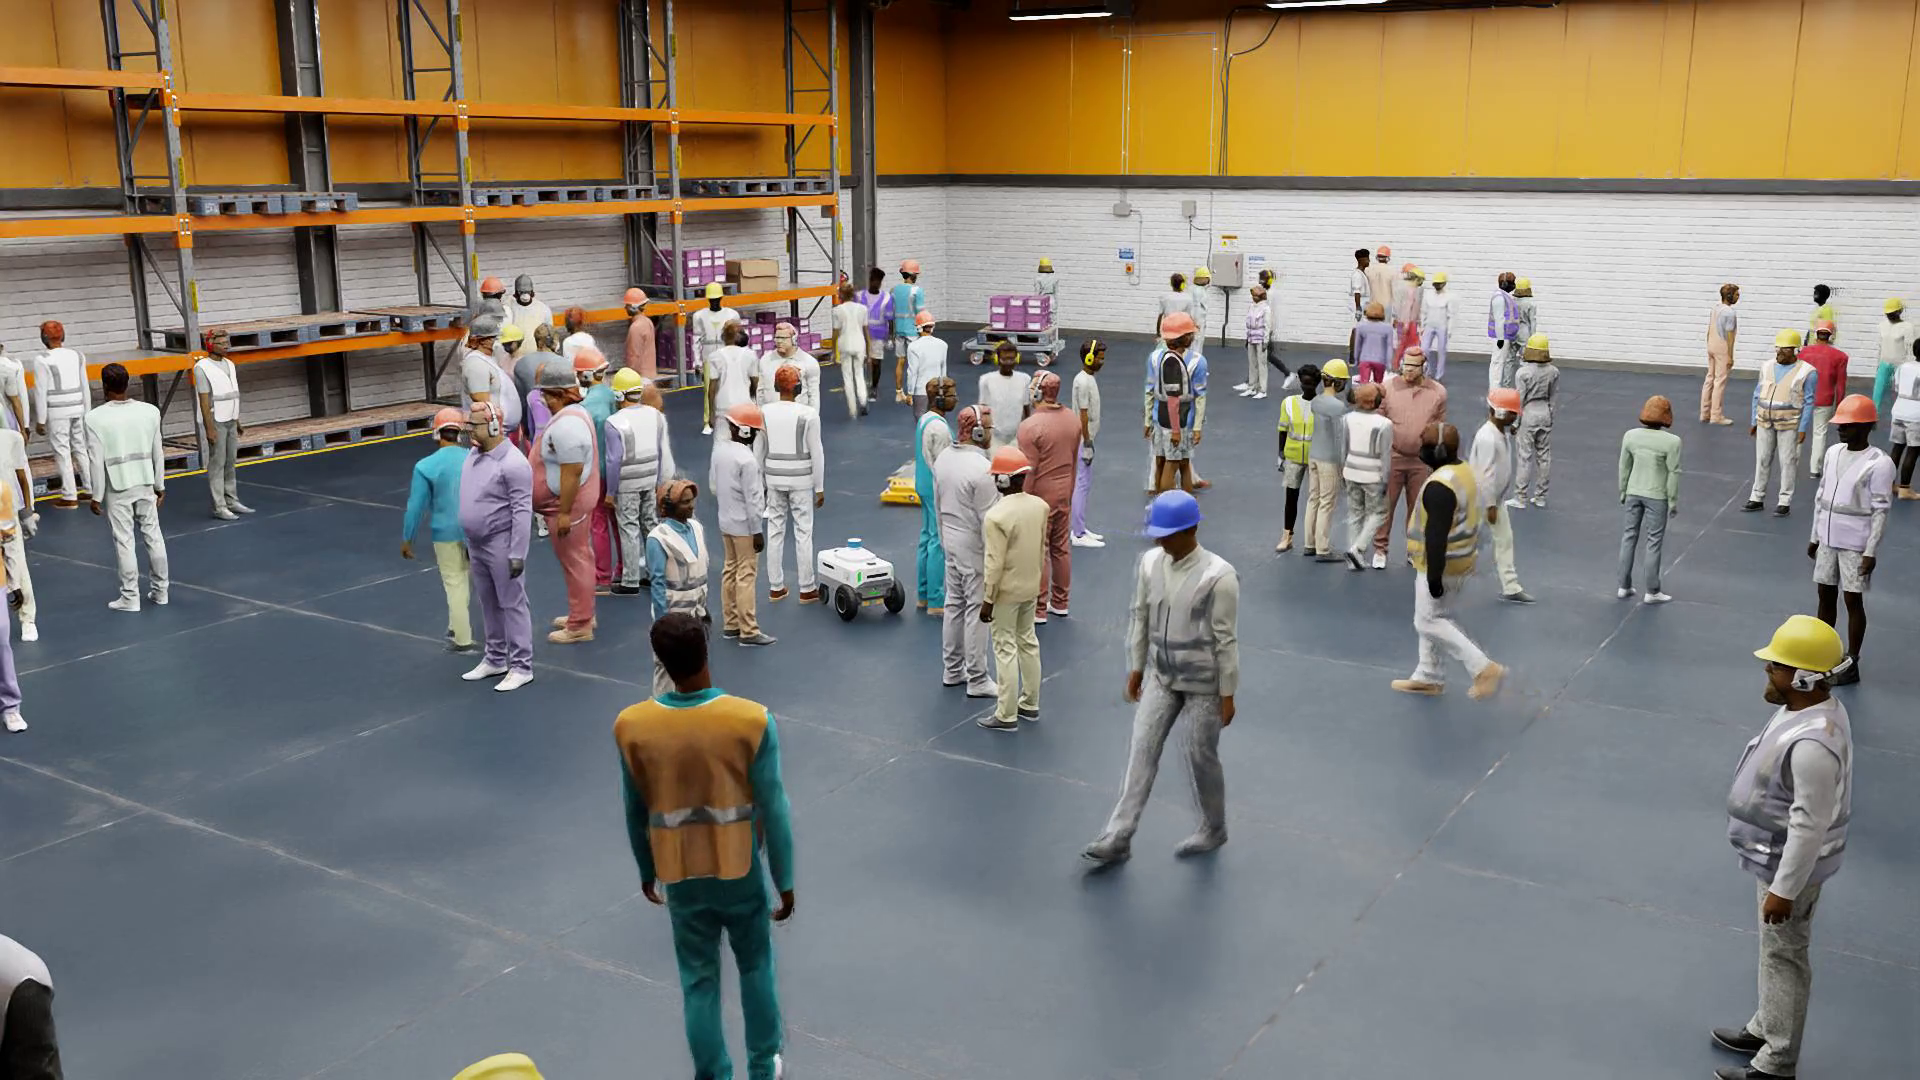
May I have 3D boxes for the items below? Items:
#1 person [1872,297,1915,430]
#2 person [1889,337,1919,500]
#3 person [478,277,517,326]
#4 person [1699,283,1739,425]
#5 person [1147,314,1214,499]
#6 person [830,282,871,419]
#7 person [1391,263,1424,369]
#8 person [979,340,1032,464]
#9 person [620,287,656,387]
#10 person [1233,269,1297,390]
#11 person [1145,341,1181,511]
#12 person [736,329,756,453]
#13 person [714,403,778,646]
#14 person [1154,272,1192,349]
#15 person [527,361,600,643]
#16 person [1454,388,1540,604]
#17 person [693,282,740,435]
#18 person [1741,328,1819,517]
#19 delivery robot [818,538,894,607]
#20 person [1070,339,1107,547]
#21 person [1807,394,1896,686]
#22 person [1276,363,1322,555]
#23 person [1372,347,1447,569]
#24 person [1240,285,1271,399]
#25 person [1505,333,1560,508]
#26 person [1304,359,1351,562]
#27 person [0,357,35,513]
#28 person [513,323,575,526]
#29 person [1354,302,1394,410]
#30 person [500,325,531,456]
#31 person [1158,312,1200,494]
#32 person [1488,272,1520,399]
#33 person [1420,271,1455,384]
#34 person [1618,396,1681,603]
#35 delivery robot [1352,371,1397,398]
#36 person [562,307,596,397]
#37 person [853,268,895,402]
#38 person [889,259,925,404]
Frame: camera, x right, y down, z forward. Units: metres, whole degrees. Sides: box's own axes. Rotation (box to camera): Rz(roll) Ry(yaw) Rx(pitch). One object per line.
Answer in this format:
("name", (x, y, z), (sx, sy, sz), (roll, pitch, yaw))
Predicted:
("person", (12.024, -2.261, 21.350), (0.935, 1.706, 0.564), (-6, 14, -26))
("person", (9.728, -1.246, 16.988), (0.319, 1.687, 0.538), (-2, 13, -7))
("person", (-5.611, -2.160, 20.159), (0.381, 2.045, 0.615), (6, 14, 23))
("person", (9.965, -2.431, 21.778), (0.332, 1.844, 0.508), (-1, 13, -5))
("person", (2.324, -1.364, 17.005), (0.896, 1.904, 0.649), (-3, 13, -12))
("person", (-1.471, -2.528, 22.242), (0.542, 1.824, 0.395), (-5, 14, -19))
("person", (7.341, -3.668, 27.342), (0.560, 1.752, 0.324), (-6, 14, -25))
("person", (0.402, -0.933, 15.289), (0.532, 1.850, 0.515), (-3, 13, -11))
("person", (-3.697, -1.912, 19.205), (0.393, 1.992, 0.621), (0, 13, 1))
("person", (4.608, -3.148, 24.942), (0.873, 1.828, 0.544), (3, 13, 14))
("person", (2.097, -1.186, 16.323), (0.519, 1.873, 0.331), (10, 16, 36))
("person", (-2.323, -1.393, 17.599), (0.316, 1.695, 0.541), (0, 13, 2))
("person", (-1.544, -0.115, 11.955), (0.344, 1.742, 0.562), (-8, 15, -30))
("person", (3.052, -2.875, 23.669), (0.536, 1.870, 0.331), (5, 14, 22))
("person", (-2.881, -0.283, 12.034), (0.536, 2.000, 0.688), (-1, 13, -5))
("person", (4.152, -0.361, 13.136), (0.883, 1.707, 0.568), (10, 16, 37))
("person", (-3.057, -2.283, 20.963), (0.594, 1.923, 0.387), (-1, 13, -6))
("person", (7.995, -1.147, 16.236), (0.404, 1.833, 0.588), (-10, 16, -36))
("delivery robot", (-0.812, 0.232, 12.850), (0.477, 0.478, 0.707), (-8, 15, -31))
("person", (1.156, -0.874, 14.987), (0.328, 1.865, 0.520), (1, 13, 3))
("person", (5.860, -0.002, 11.040), (0.356, 1.937, 0.552), (-4, 14, -17))
("person", (3.051, -0.712, 14.646), (0.540, 1.695, 0.318), (6, 14, 23))
("person", (3.791, -0.686, 14.082), (0.649, 1.904, 0.401), (0, 13, 1))
("person", (4.322, -2.875, 24.157), (0.309, 1.640, 0.513), (-6, 14, -25))
("person", (5.716, -1.189, 16.617), (0.487, 1.744, 0.296), (-4, 14, -18))
("person", (3.195, -0.686, 14.407), (0.338, 1.761, 0.525), (-4, 13, -15))
("person", (-9.166, -1.083, 15.852), (0.360, 1.882, 0.575), (10, 16, 37))
("person", (-3.880, -1.080, 15.723), (0.630, 1.937, 0.372), (4, 13, 15))
("person", (5.446, -2.339, 21.943), (0.505, 1.584, 0.865), (4, 13, 15))
("person", (-4.609, -1.353, 17.281), (0.533, 1.765, 0.330), (6, 14, 25))
("person", (2.043, -1.112, 15.618), (0.369, 2.044, 0.615), (2, 13, 8))
("person", (7.823, -2.930, 23.955), (0.429, 1.844, 0.627), (6, 14, 23))
("person", (7.223, -3.205, 25.336), (0.547, 1.741, 0.711), (9, 16, 35))
("person", (5.423, -0.324, 13.105), (0.286, 1.631, 0.501), (-9, 16, -34))
("delivery robot", (5.895, -2.221, 23.490), (0.707, 0.478, 0.477), (-6, 14, -23))
("person", (-4.129, -1.614, 18.188), (0.554, 1.867, 0.592), (3, 13, 15))
("person", (-1.239, -2.918, 23.693), (0.660, 1.929, 0.542), (2, 13, 7))
("person", (-0.713, -2.944, 23.573), (0.615, 2.041, 0.392), (10, 16, 36))
